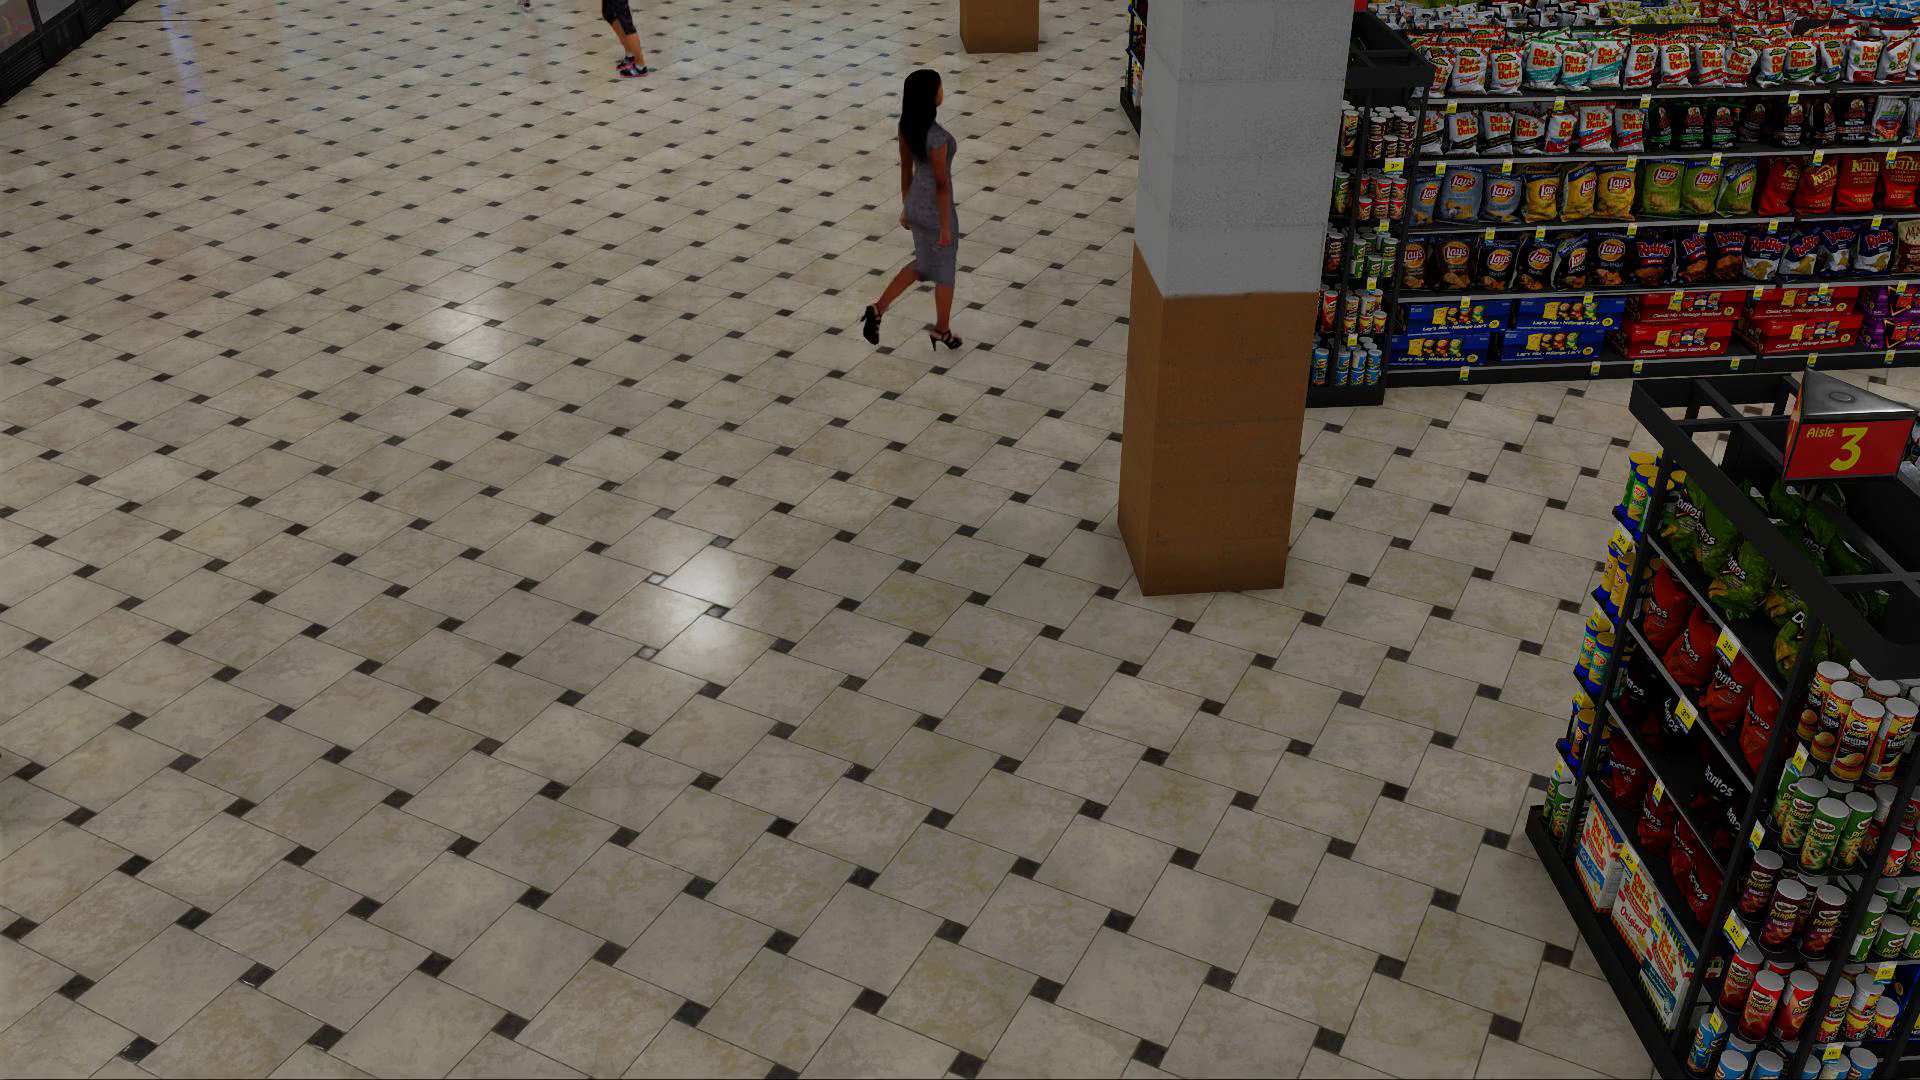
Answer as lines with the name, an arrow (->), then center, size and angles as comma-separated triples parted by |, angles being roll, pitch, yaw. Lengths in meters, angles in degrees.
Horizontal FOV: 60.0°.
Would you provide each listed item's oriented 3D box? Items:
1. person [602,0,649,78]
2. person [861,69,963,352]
person -> -2.969, -5.004, 14.892 | 0.675, 1.718, 0.638 | 4, 32, 6
person -> -0.255, -1.873, 9.817 | 1.028, 1.764, 0.864 | -20, 37, -29
